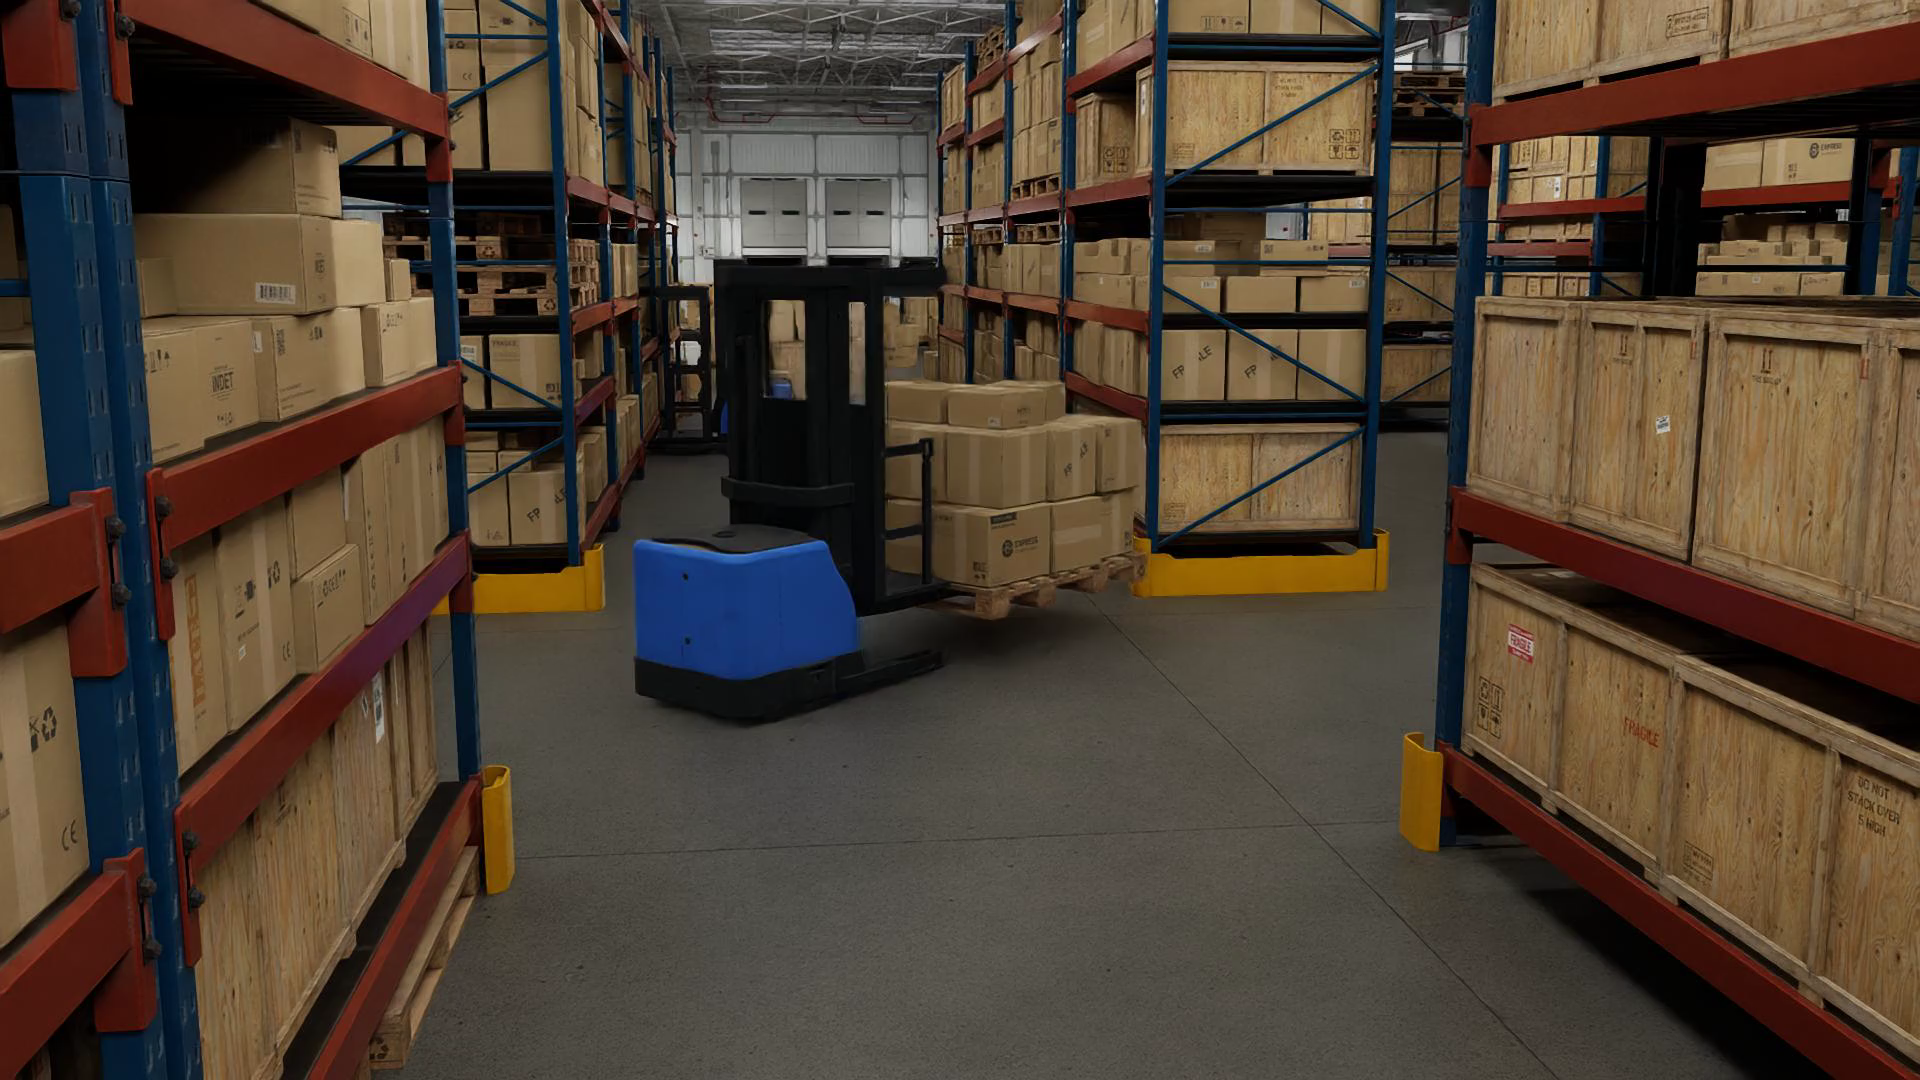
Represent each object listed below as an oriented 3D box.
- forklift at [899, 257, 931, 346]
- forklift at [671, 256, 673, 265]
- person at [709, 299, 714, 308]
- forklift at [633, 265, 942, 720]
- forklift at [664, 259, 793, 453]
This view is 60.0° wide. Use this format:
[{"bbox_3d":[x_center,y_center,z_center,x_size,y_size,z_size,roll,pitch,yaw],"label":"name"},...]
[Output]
[{"bbox_3d":[-1.335,-7.260,50.832,1.129,2.768,1.873,-2,10,-10],"label":"forklift"},{"bbox_3d":[-10.987,-9.066,61.344,1.129,2.768,1.873,-1,10,-7],"label":"forklift"},{"bbox_3d":[-7.112,-6.080,47.626,0.566,1.619,0.529,3,10,17],"label":"person"},{"bbox_3d":[-1.145,-0.402,10.909,1.129,2.768,1.873,8,13,39],"label":"forklift"},{"bbox_3d":[-3.401,-2.719,24.395,1.873,2.768,1.129,-1,10,-7],"label":"forklift"}]
